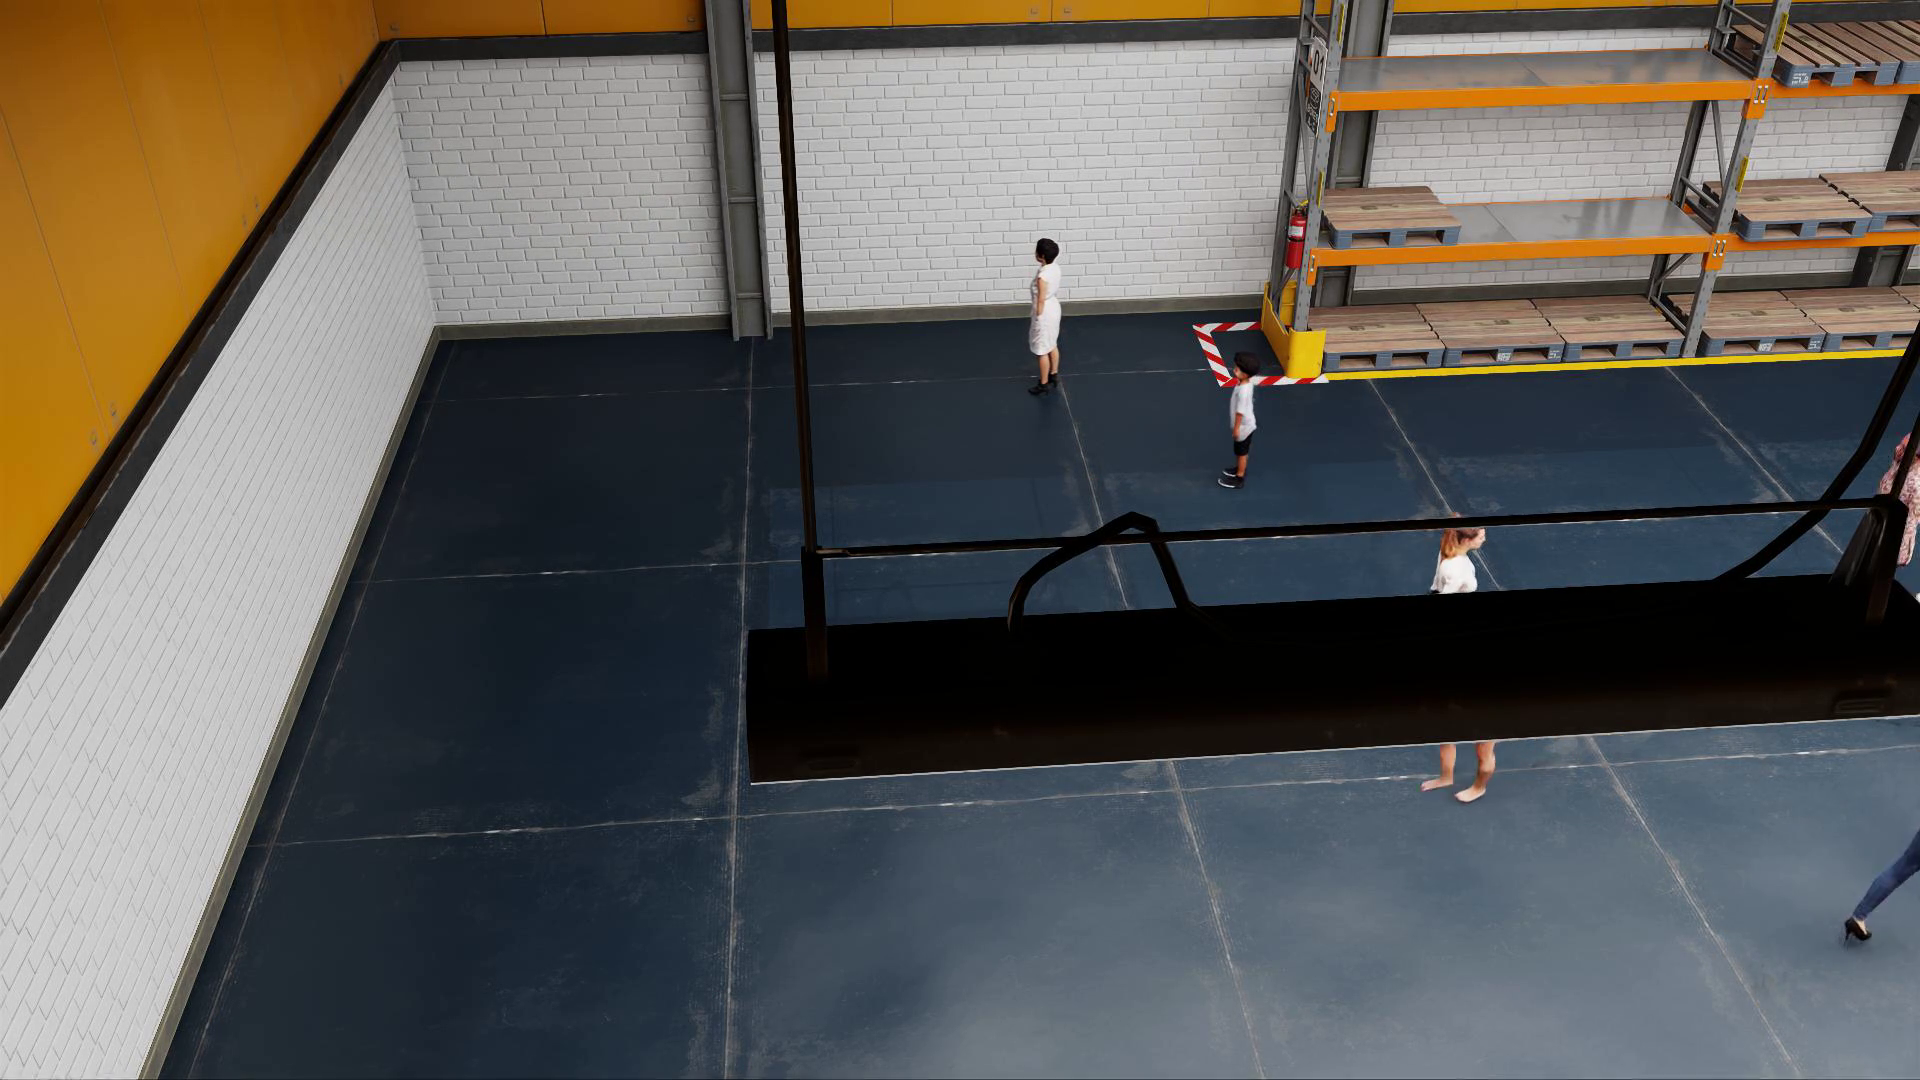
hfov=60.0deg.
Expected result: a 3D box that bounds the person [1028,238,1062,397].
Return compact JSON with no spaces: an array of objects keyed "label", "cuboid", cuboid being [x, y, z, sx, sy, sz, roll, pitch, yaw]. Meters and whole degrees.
[{"label":"person","cuboid":[0.808,-2.093,15.581,0.655,1.552,0.640,13,36,19]}]

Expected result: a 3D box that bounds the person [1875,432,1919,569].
[{"label":"person","cuboid":[6.889,0.004,12.211,0.939,1.790,0.792,4,34,6]}]

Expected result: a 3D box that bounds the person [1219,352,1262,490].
[{"label":"person","cuboid":[2.438,-1.031,14.252,0.576,1.256,0.550,10,35,14]}]

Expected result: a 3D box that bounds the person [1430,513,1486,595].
[{"label":"person","cuboid":[3.243,0.554,11.458,0.692,1.709,0.685,4,34,6]}]
